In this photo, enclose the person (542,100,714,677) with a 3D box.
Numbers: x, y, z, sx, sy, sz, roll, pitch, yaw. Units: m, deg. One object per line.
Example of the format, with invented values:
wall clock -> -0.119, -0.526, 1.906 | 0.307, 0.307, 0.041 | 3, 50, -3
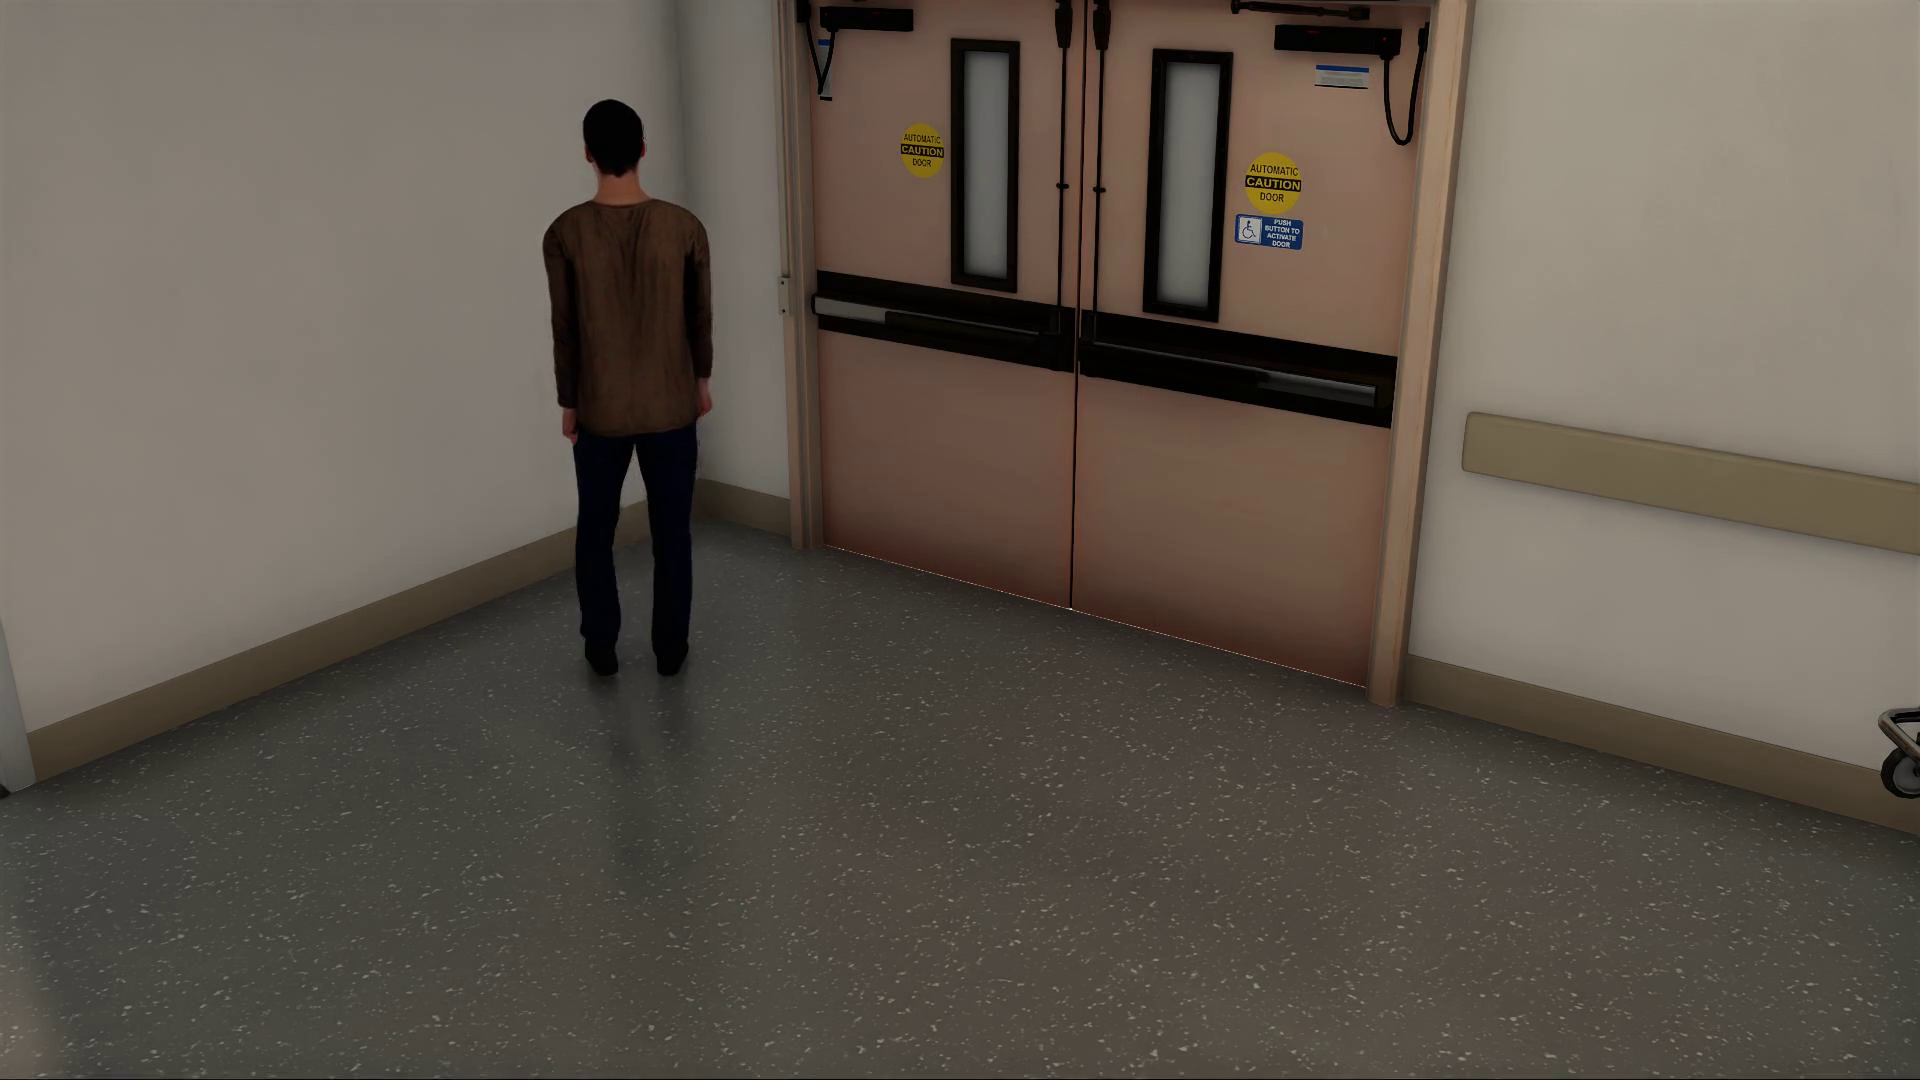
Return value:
person -> -1.014, -0.420, 5.253 | 0.783, 1.885, 0.845 | -4, 21, -10
